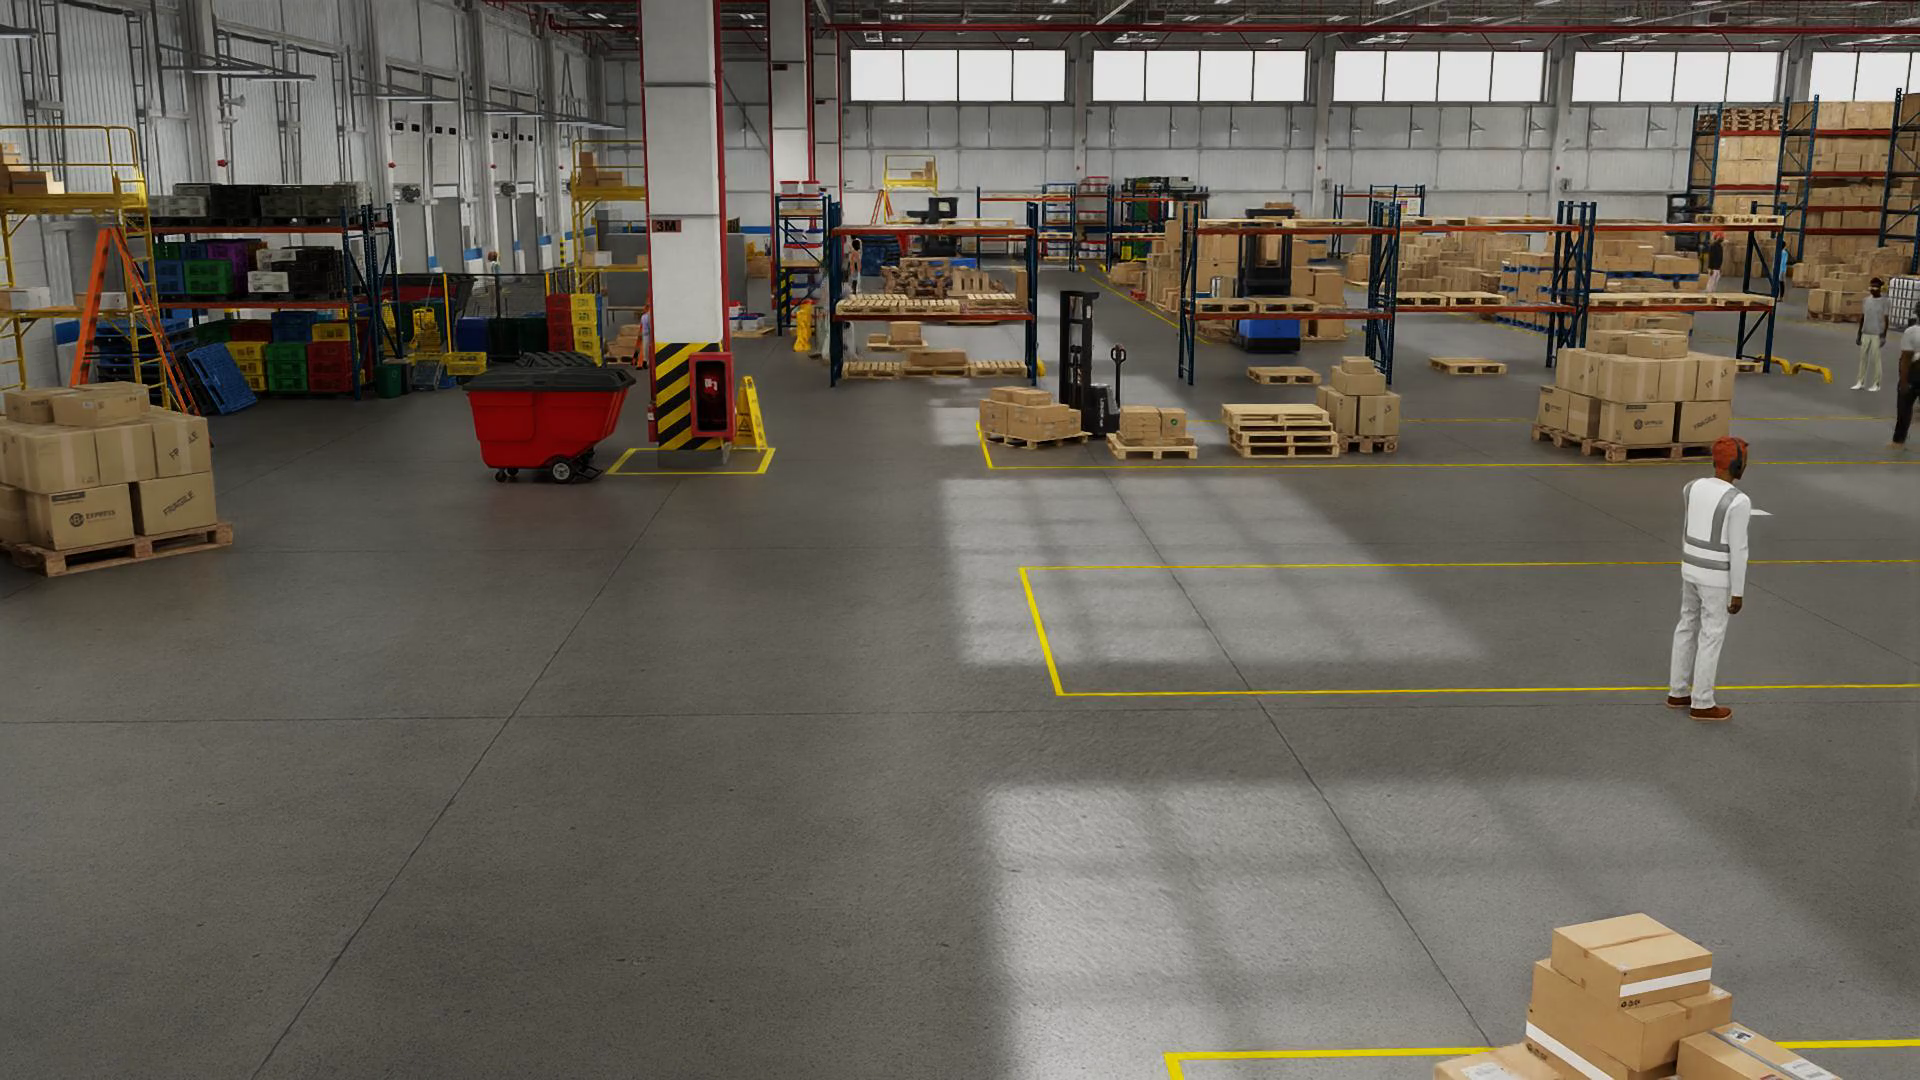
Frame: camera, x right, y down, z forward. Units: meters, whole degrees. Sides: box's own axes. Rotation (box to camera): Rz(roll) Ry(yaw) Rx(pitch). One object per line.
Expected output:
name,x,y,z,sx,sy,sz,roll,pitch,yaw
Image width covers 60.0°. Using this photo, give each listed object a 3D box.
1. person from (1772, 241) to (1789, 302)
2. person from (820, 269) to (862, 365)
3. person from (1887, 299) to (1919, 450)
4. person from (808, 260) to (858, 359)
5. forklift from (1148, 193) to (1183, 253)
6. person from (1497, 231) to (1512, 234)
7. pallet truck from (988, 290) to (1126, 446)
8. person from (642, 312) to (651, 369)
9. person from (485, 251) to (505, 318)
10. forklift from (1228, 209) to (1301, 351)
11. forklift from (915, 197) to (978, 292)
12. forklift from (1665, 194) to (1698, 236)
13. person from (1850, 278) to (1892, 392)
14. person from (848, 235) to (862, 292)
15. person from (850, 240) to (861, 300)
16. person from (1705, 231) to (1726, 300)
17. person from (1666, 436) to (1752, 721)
person,22.585,-7.404,45.844,0.536,1.696,0.322,-7,14,-30
person,-2.255,-4.148,30.952,0.627,1.799,0.981,10,16,37
person,12.333,-2.116,21.186,0.704,2.000,0.844,-1,13,-3
person,-2.426,-4.393,31.785,0.905,1.912,0.654,-1,13,-4
forklift,7.418,-10.493,57.099,1.873,2.768,1.129,1,13,5
person,17.755,-9.402,54.364,0.629,1.925,0.481,-5,13,-20
pallet truck,1.257,-2.299,22.111,1.885,1.965,0.823,-9,15,-35
person,-4.308,-2.672,23.955,0.590,1.927,0.367,-9,15,-35
person,-11.458,-6.269,40.874,0.522,1.631,0.325,12,17,42
forklift,6.186,-5.260,33.469,1.129,2.768,1.873,0,12,-2
forklift,-0.460,-8.527,48.220,1.873,2.768,1.129,12,17,43
forklift,24.136,-10.216,55.846,1.129,2.768,1.873,0,12,-2
person,14.935,-3.358,27.227,0.323,1.857,0.507,-6,14,-27
person,-3.152,-8.344,49.578,0.403,1.920,0.617,-11,17,-41
person,-2.889,-7.451,46.053,0.322,1.697,0.535,-1,13,-5
person,20.364,-7.322,44.851,0.465,1.990,0.626,12,17,42
person,4.914,0.253,10.877,0.351,1.878,0.567,-3,13,-15
